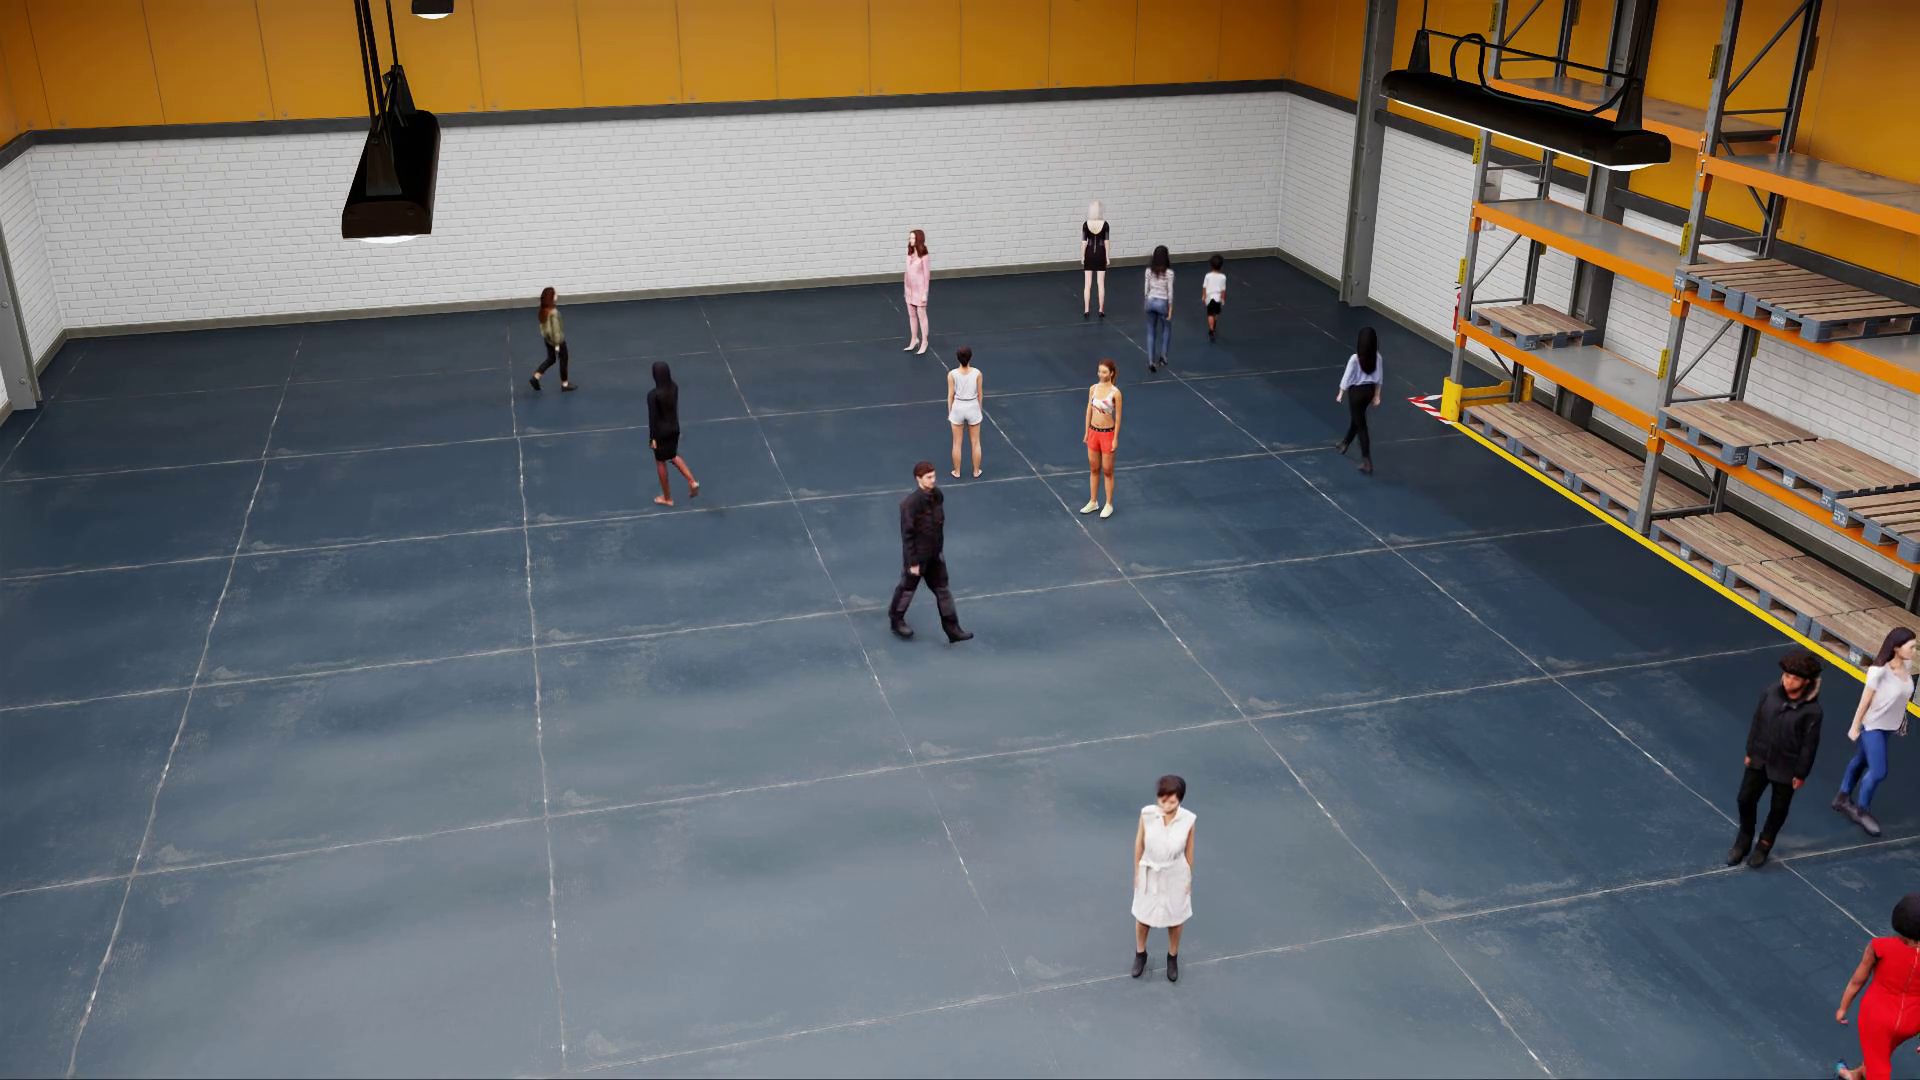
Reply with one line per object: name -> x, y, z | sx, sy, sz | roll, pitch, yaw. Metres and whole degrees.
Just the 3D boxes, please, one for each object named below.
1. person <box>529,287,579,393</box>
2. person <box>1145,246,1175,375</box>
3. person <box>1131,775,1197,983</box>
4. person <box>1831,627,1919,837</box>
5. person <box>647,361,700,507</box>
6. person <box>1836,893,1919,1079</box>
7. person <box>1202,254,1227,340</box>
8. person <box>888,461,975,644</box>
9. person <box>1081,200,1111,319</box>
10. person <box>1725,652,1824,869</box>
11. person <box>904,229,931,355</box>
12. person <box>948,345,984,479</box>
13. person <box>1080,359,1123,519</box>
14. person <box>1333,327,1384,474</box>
person -> -5.513, -2.663, 22.303 | 0.874, 1.461, 0.919 | -19, 30, -37
person -> 2.704, -3.165, 23.054 | 0.785, 1.780, 0.858 | 9, 25, 20
person -> 1.345, 2.218, 11.021 | 0.633, 1.553, 0.644 | 4, 24, 9
person -> 6.924, 1.407, 12.732 | 0.734, 1.670, 0.790 | -13, 27, -28
person -> -3.214, -1.165, 18.570 | 0.964, 1.705, 0.893 | 15, 28, 31
person -> 5.298, 2.826, 9.445 | 0.896, 1.701, 1.177 | 3, 24, 8
person -> 3.772, -3.590, 24.701 | 0.657, 1.238, 0.934 | 1, 24, 2
person -> -0.419, 0.121, 15.524 | 1.270, 1.789, 1.125 | 19, 30, 37
person -> 2.088, -4.340, 25.680 | 0.655, 1.830, 0.624 | 3, 24, 7
person -> 6.032, 1.583, 12.208 | 0.831, 1.766, 0.744 | -21, 31, -40
person -> -0.608, -3.600, 24.020 | 0.630, 1.803, 0.746 | 21, 31, 40
person -> 0.064, -1.501, 19.469 | 0.615, 1.602, 0.616 | -1, 24, -2
person -> 1.583, -1.138, 18.403 | 0.677, 1.792, 0.743 | 15, 28, 30
person -> 4.778, -1.614, 19.597 | 0.814, 1.707, 1.130 | -12, 26, -26
